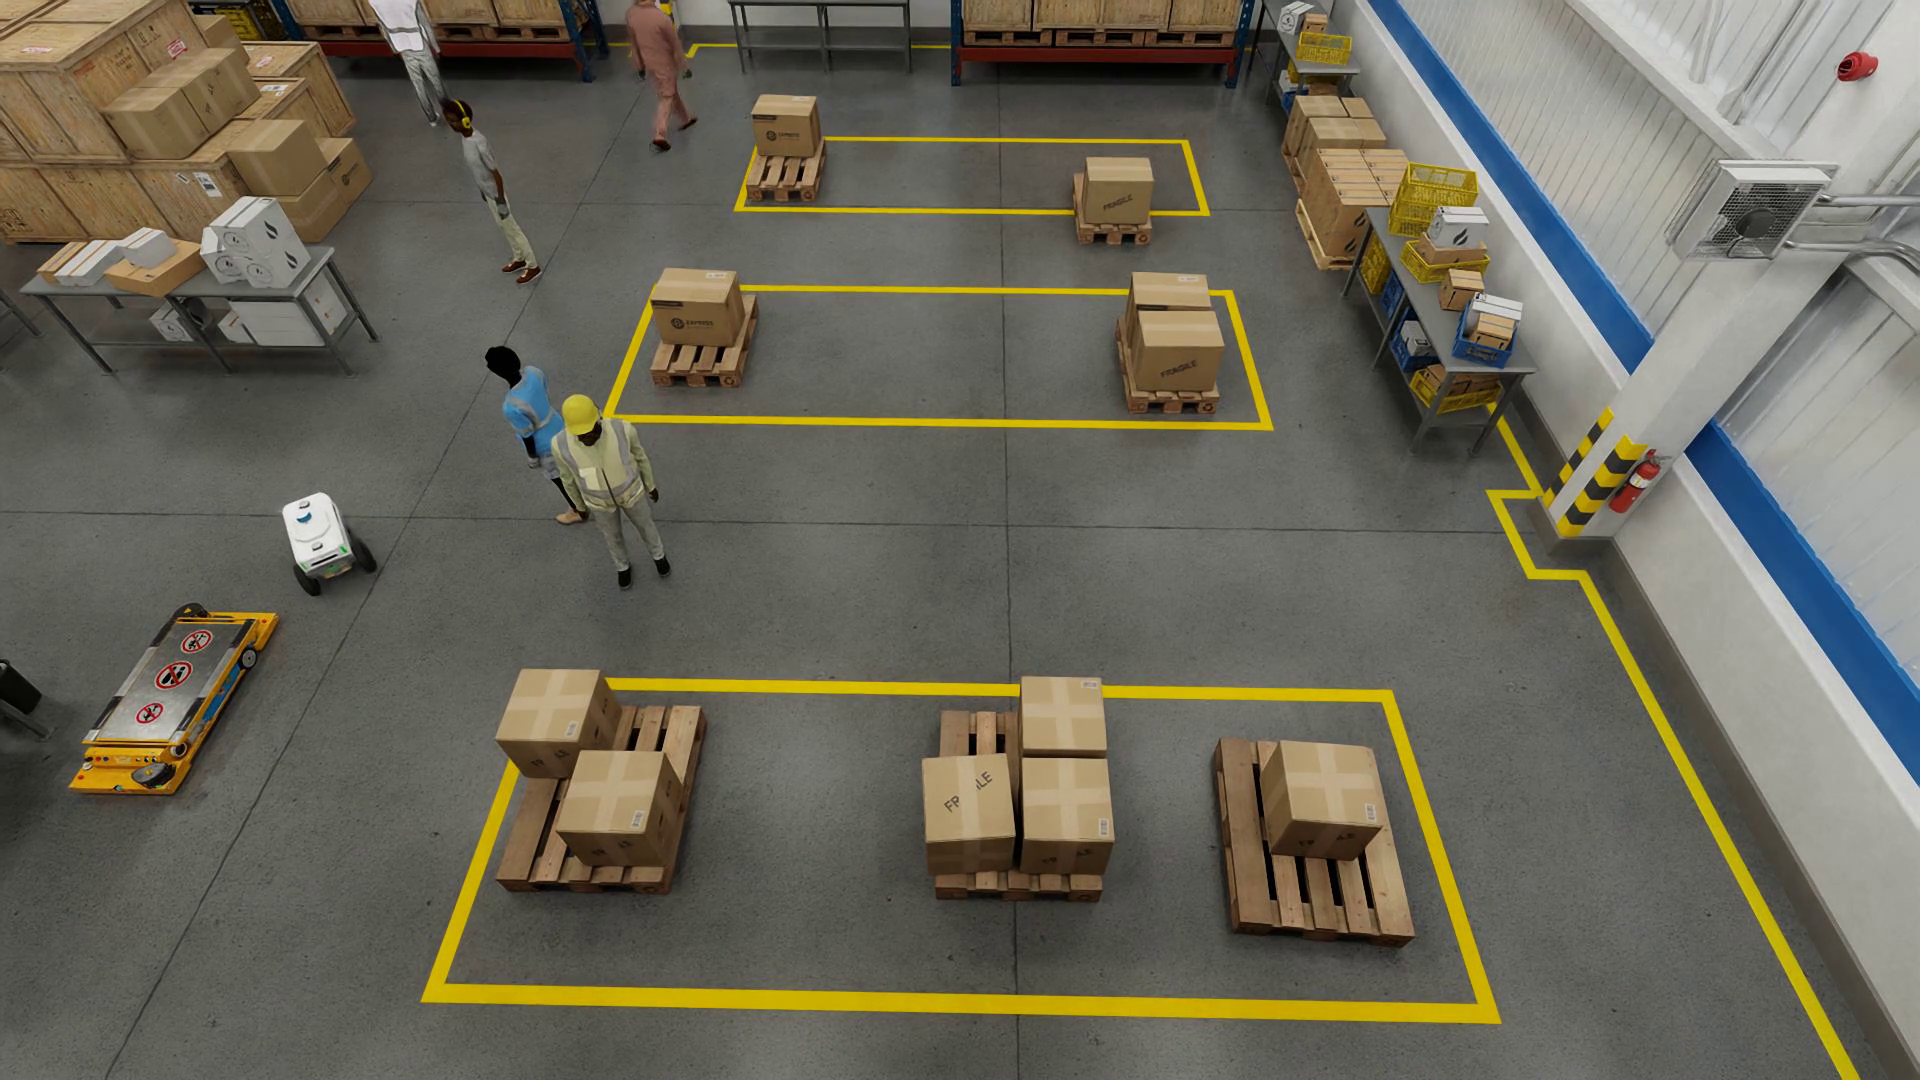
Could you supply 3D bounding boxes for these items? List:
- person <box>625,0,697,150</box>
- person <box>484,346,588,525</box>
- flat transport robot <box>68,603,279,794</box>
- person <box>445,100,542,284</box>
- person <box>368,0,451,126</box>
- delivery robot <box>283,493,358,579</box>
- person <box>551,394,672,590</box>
[{"bbox_3d":[-3.696,-5.837,11.260,0.655,1.865,0.985,22,53,17],"label":"person"},{"bbox_3d":[-3.225,-0.796,7.092,0.321,1.699,0.535,2,50,2],"label":"person"},{"bbox_3d":[-5.504,1.072,6.442,0.652,0.197,1.431,1,50,1],"label":"flat transport robot"},{"bbox_3d":[-4.739,-3.499,9.269,0.328,1.873,0.510,-37,59,-27],"label":"person"},{"bbox_3d":[-6.862,-6.202,11.536,0.603,1.906,0.411,-5,50,-5],"label":"person"},{"bbox_3d":[-5.009,-0.049,7.146,0.477,0.478,0.707,-28,55,-21],"label":"delivery robot"},{"bbox_3d":[-2.497,-0.338,6.619,0.600,1.830,0.403,-17,52,-14],"label":"person"}]
